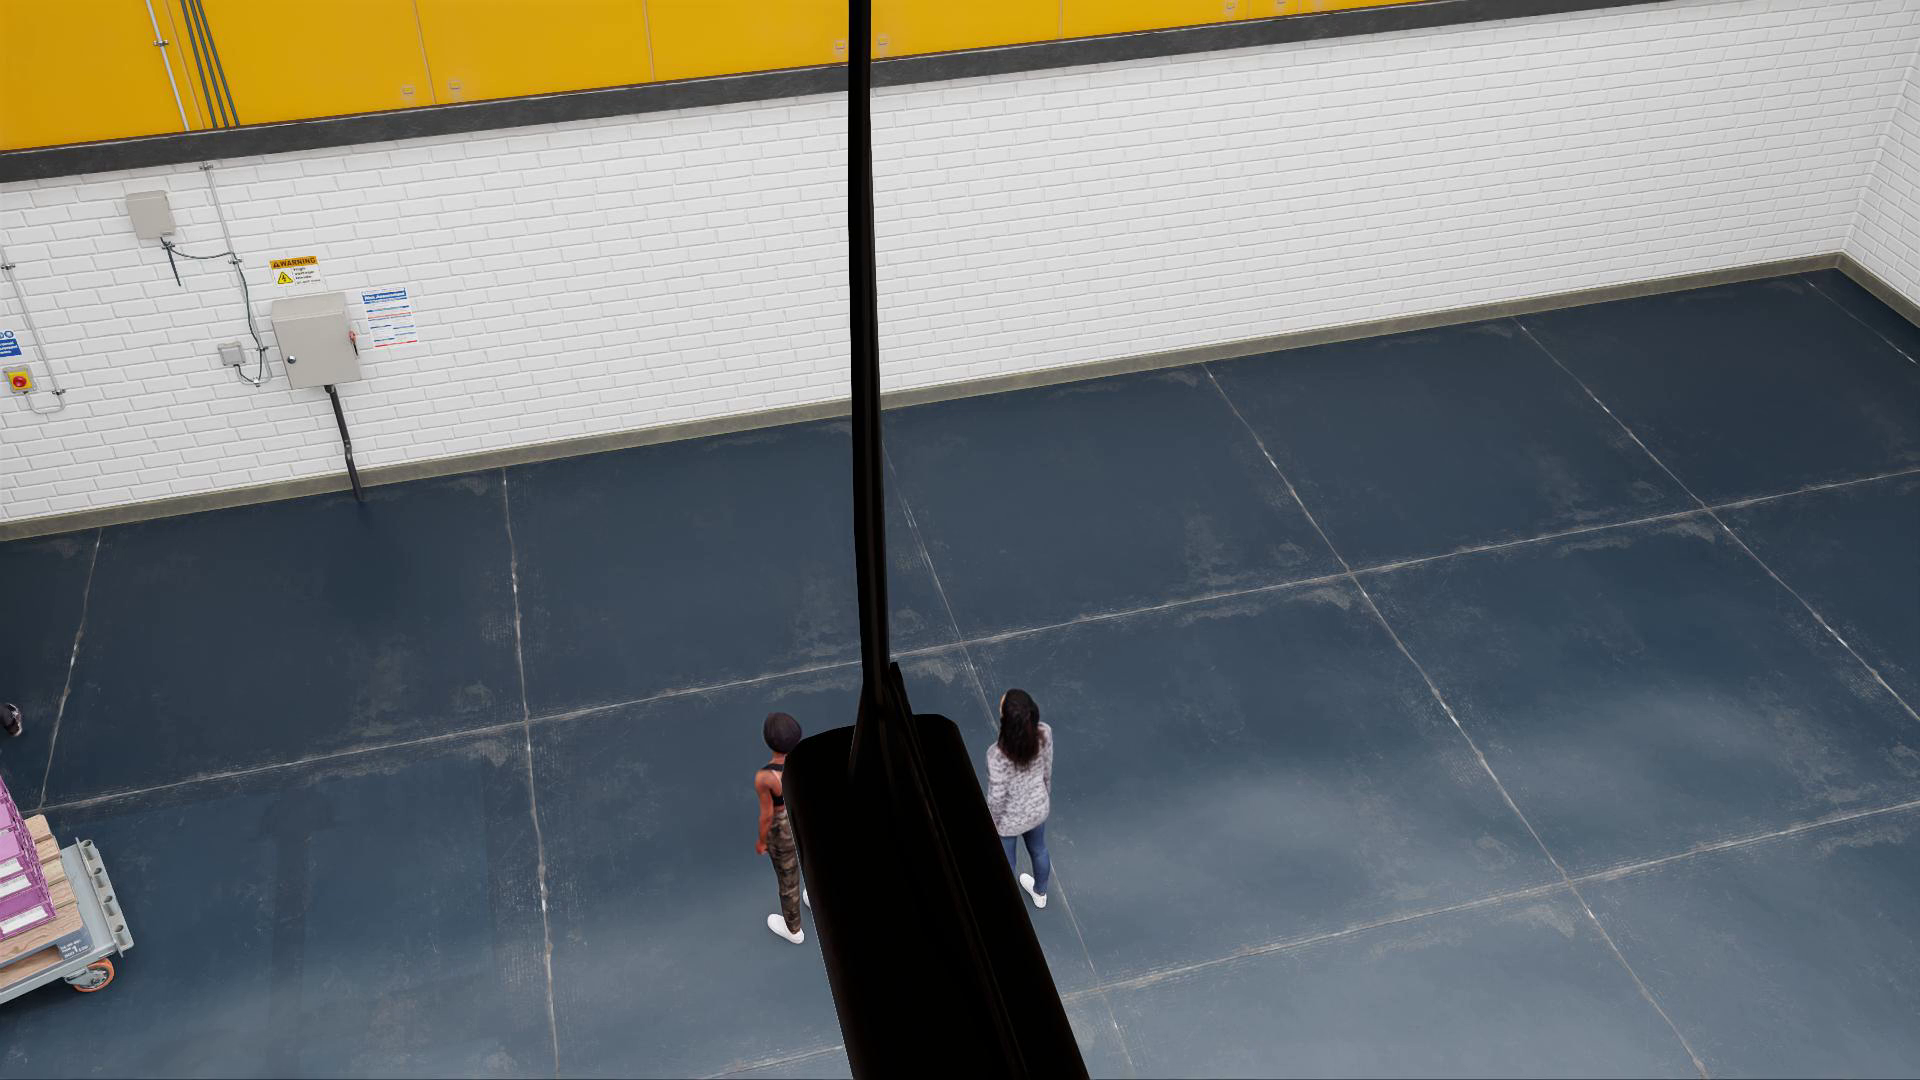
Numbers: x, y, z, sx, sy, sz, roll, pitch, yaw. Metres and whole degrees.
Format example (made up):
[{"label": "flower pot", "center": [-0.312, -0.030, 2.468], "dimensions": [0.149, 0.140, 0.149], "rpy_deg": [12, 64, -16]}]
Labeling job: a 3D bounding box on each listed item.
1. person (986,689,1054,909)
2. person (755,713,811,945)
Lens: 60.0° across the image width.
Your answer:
[{"label": "person", "center": [0.322, 1.496, 9.277], "dimensions": [0.676, 1.731, 0.651], "rpy_deg": [-24, 45, -27]}, {"label": "person", "center": [-0.928, 1.584, 9.193], "dimensions": [0.658, 1.700, 0.672], "rpy_deg": [-29, 47, -32]}]
